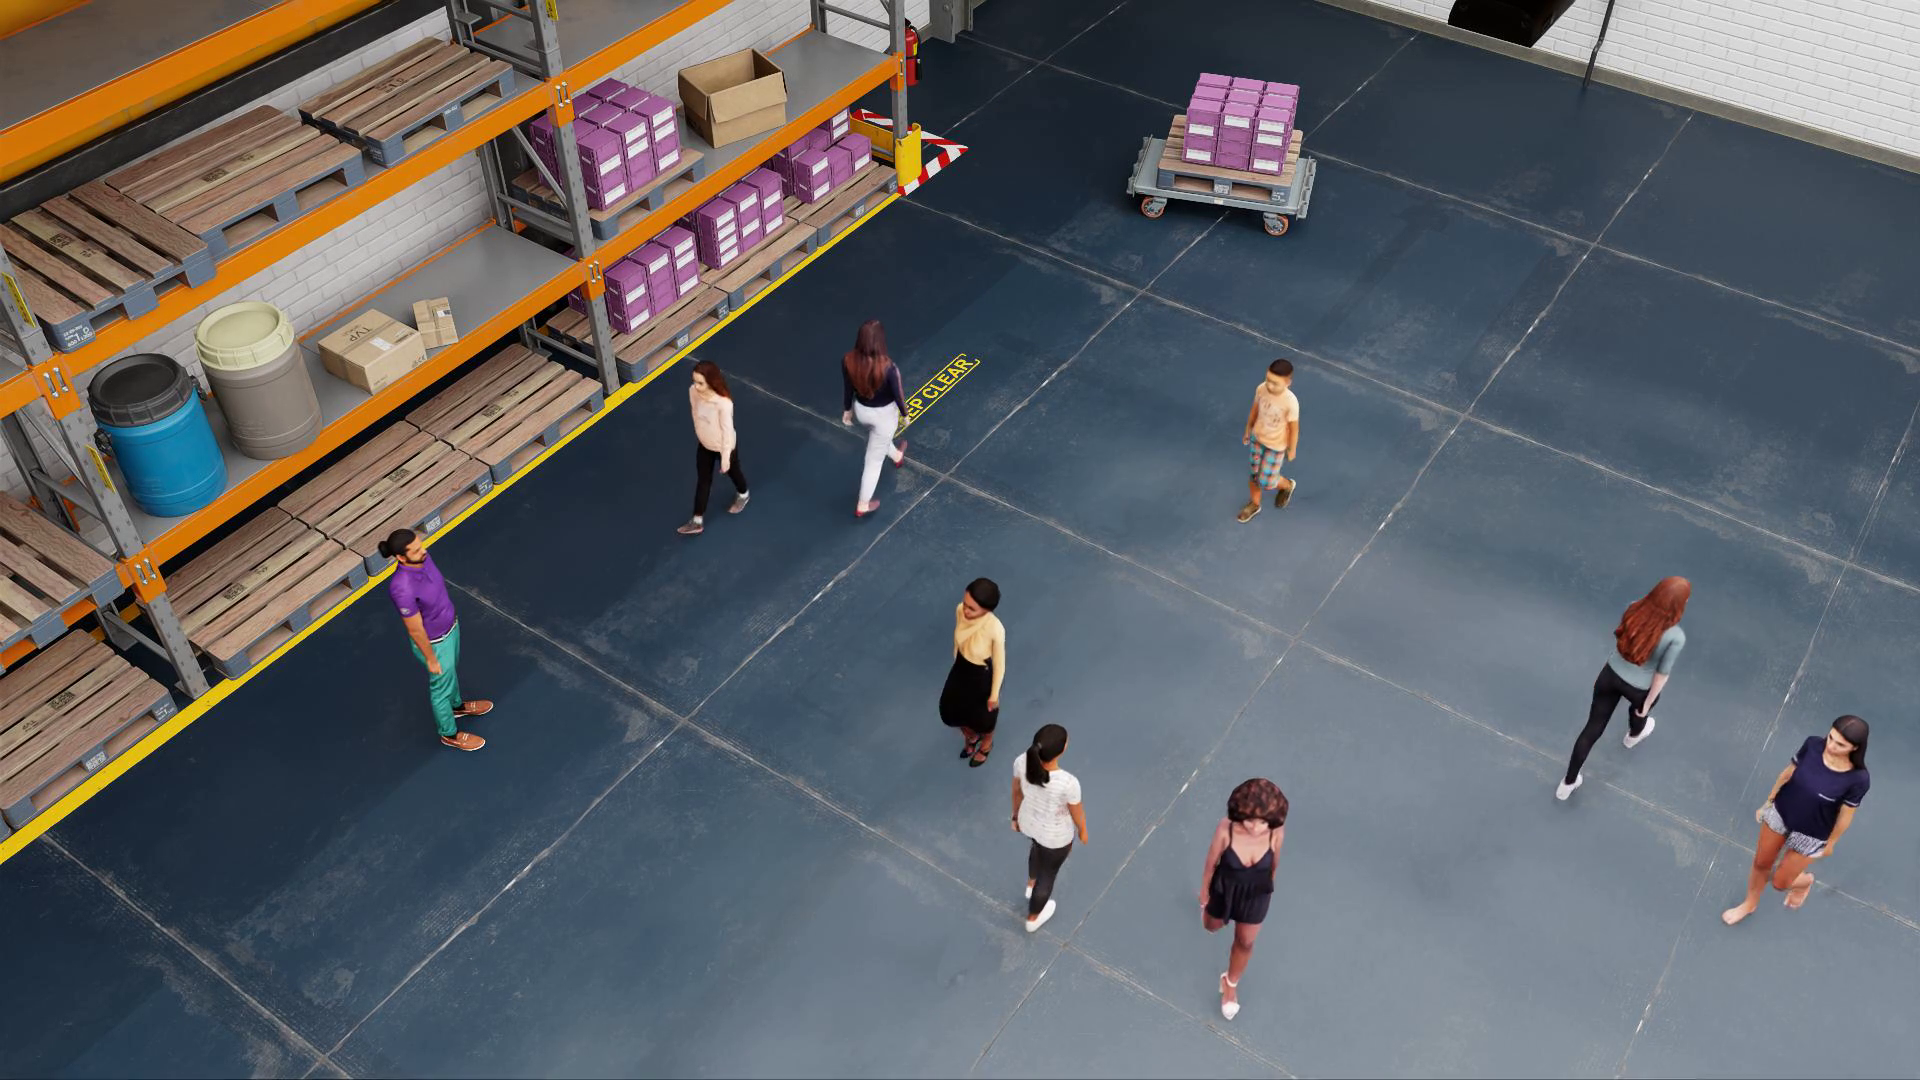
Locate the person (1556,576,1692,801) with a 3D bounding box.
[{"bbox_3d":[4.005,0.933,10.132,1.244,1.679,0.806,-30,51,-28],"label":"person"}]

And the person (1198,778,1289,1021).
[{"bbox_3d":[1.510,1.853,9.102,0.912,1.767,1.078,1,44,1],"label":"person"}]

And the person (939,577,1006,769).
[{"bbox_3d":[0.165,0.811,10.283,0.636,1.647,0.658,34,53,31],"label":"person"}]

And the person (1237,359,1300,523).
[{"bbox_3d":[2.297,-0.746,12.061,0.732,1.449,0.626,-33,53,-30],"label":"person"}]

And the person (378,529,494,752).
[{"bbox_3d":[-3.305,0.595,10.422,0.786,1.768,0.704,-1,44,-1],"label":"person"}]

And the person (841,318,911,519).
[{"bbox_3d":[-0.641,-0.850,12.098,0.757,1.549,1.151,20,47,20],"label":"person"}]

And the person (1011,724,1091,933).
[{"bbox_3d":[0.434,1.674,9.391,0.610,1.628,0.651,33,53,30],"label":"person"}]

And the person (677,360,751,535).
[{"bbox_3d":[-1.708,-0.722,12.037,0.582,1.447,0.907,24,49,23],"label":"person"}]

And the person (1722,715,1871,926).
[{"bbox_3d":[4.811,1.572,9.408,0.867,1.752,0.759,-20,47,-20],"label":"person"}]
